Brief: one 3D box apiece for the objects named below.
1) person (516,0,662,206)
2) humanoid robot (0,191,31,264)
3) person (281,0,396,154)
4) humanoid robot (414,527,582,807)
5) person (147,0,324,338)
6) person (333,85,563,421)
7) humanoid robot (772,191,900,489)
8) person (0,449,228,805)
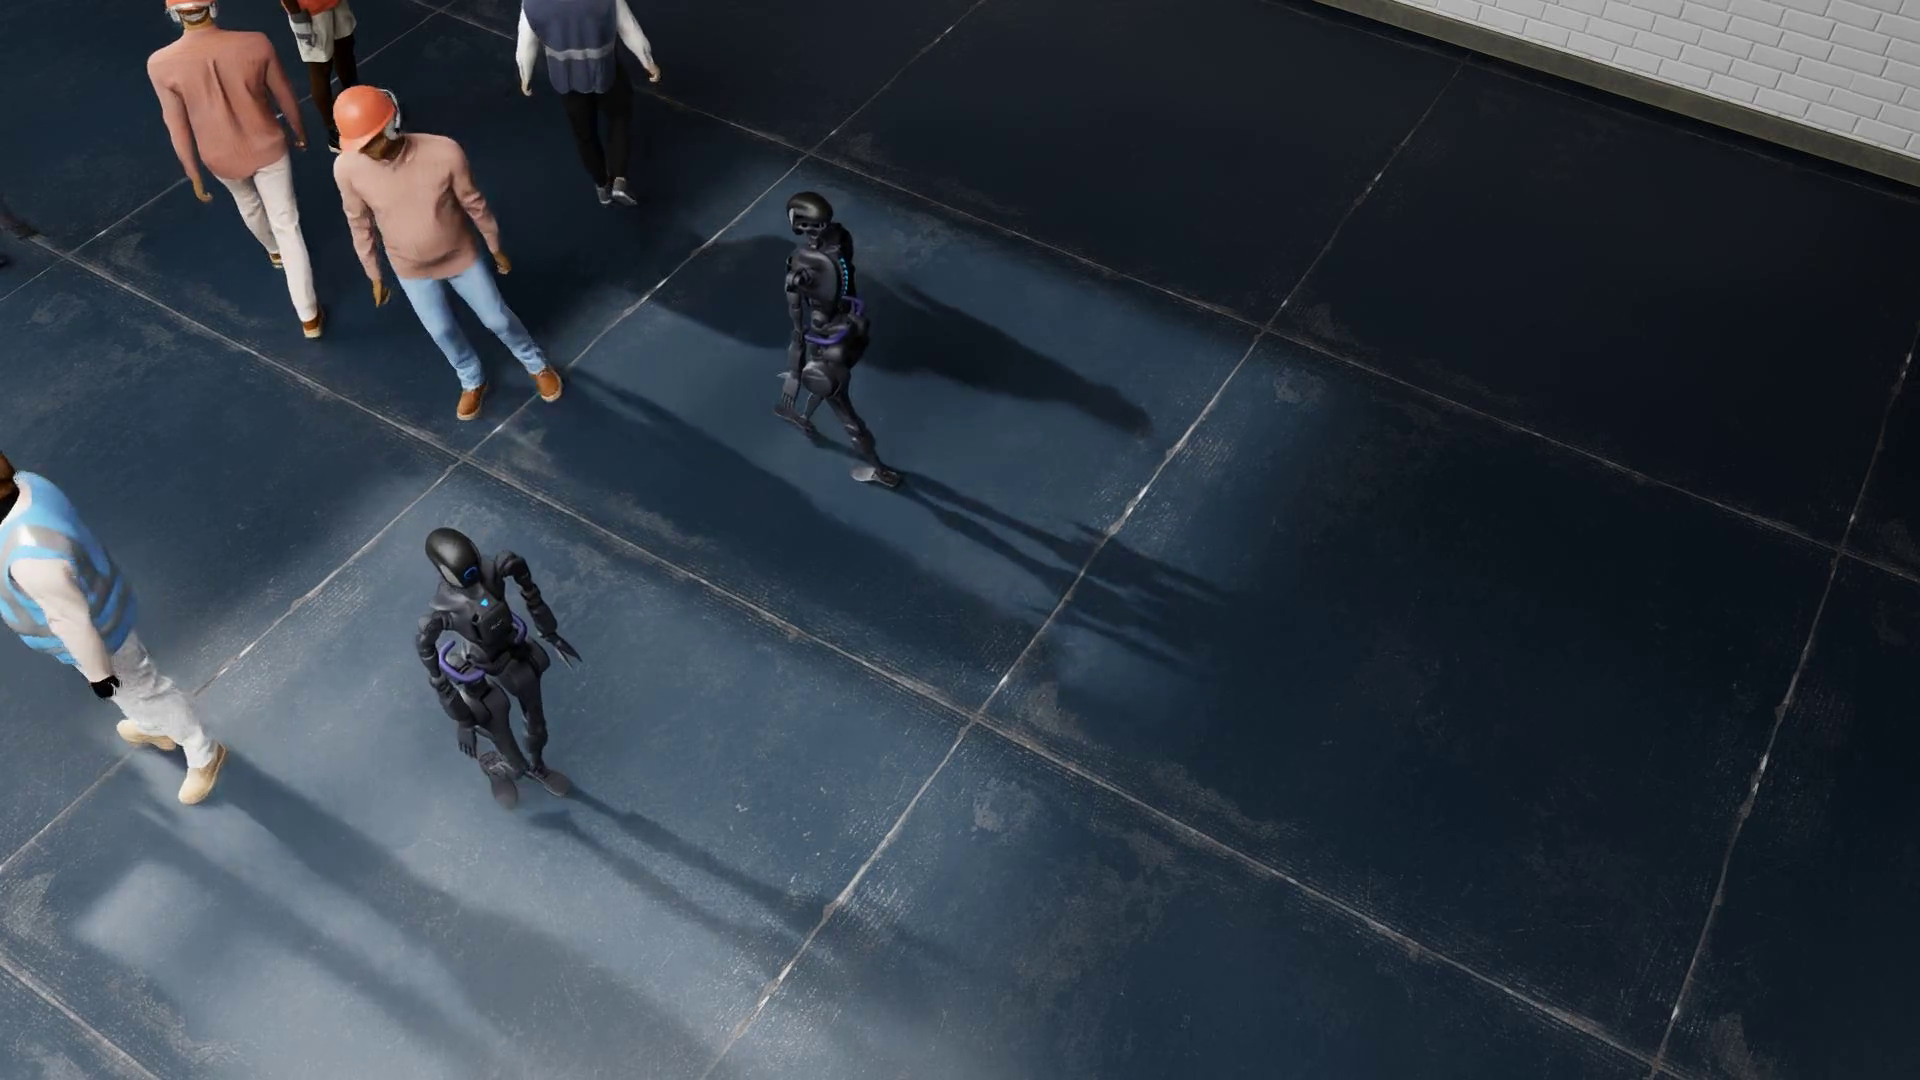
[{"bbox_3d":[-2.020,-2.550,9.058,0.774,1.747,0.465,-6,49,-6],"label":"person"},{"bbox_3d":[-5.480,-2.171,8.775,0.366,1.636,0.591,13,50,11],"label":"humanoid robot"},{"bbox_3d":[-3.640,-3.095,9.403,0.374,1.958,0.606,8,49,7],"label":"person"},{"bbox_3d":[-1.785,0.491,6.452,0.372,1.650,0.604,30,55,23],"label":"humanoid robot"},{"bbox_3d":[-3.634,-2.014,8.474,0.631,1.934,1.045,-15,51,-13],"label":"person"},{"bbox_3d":[-2.455,-1.335,7.870,0.741,1.949,0.449,-8,49,-7],"label":"person"},{"bbox_3d":[-0.656,-0.918,7.706,0.769,1.628,0.602,20,52,16],"label":"humanoid robot"},{"bbox_3d":[-3.417,0.331,6.511,0.460,1.804,0.683,-26,54,-21],"label":"person"}]
